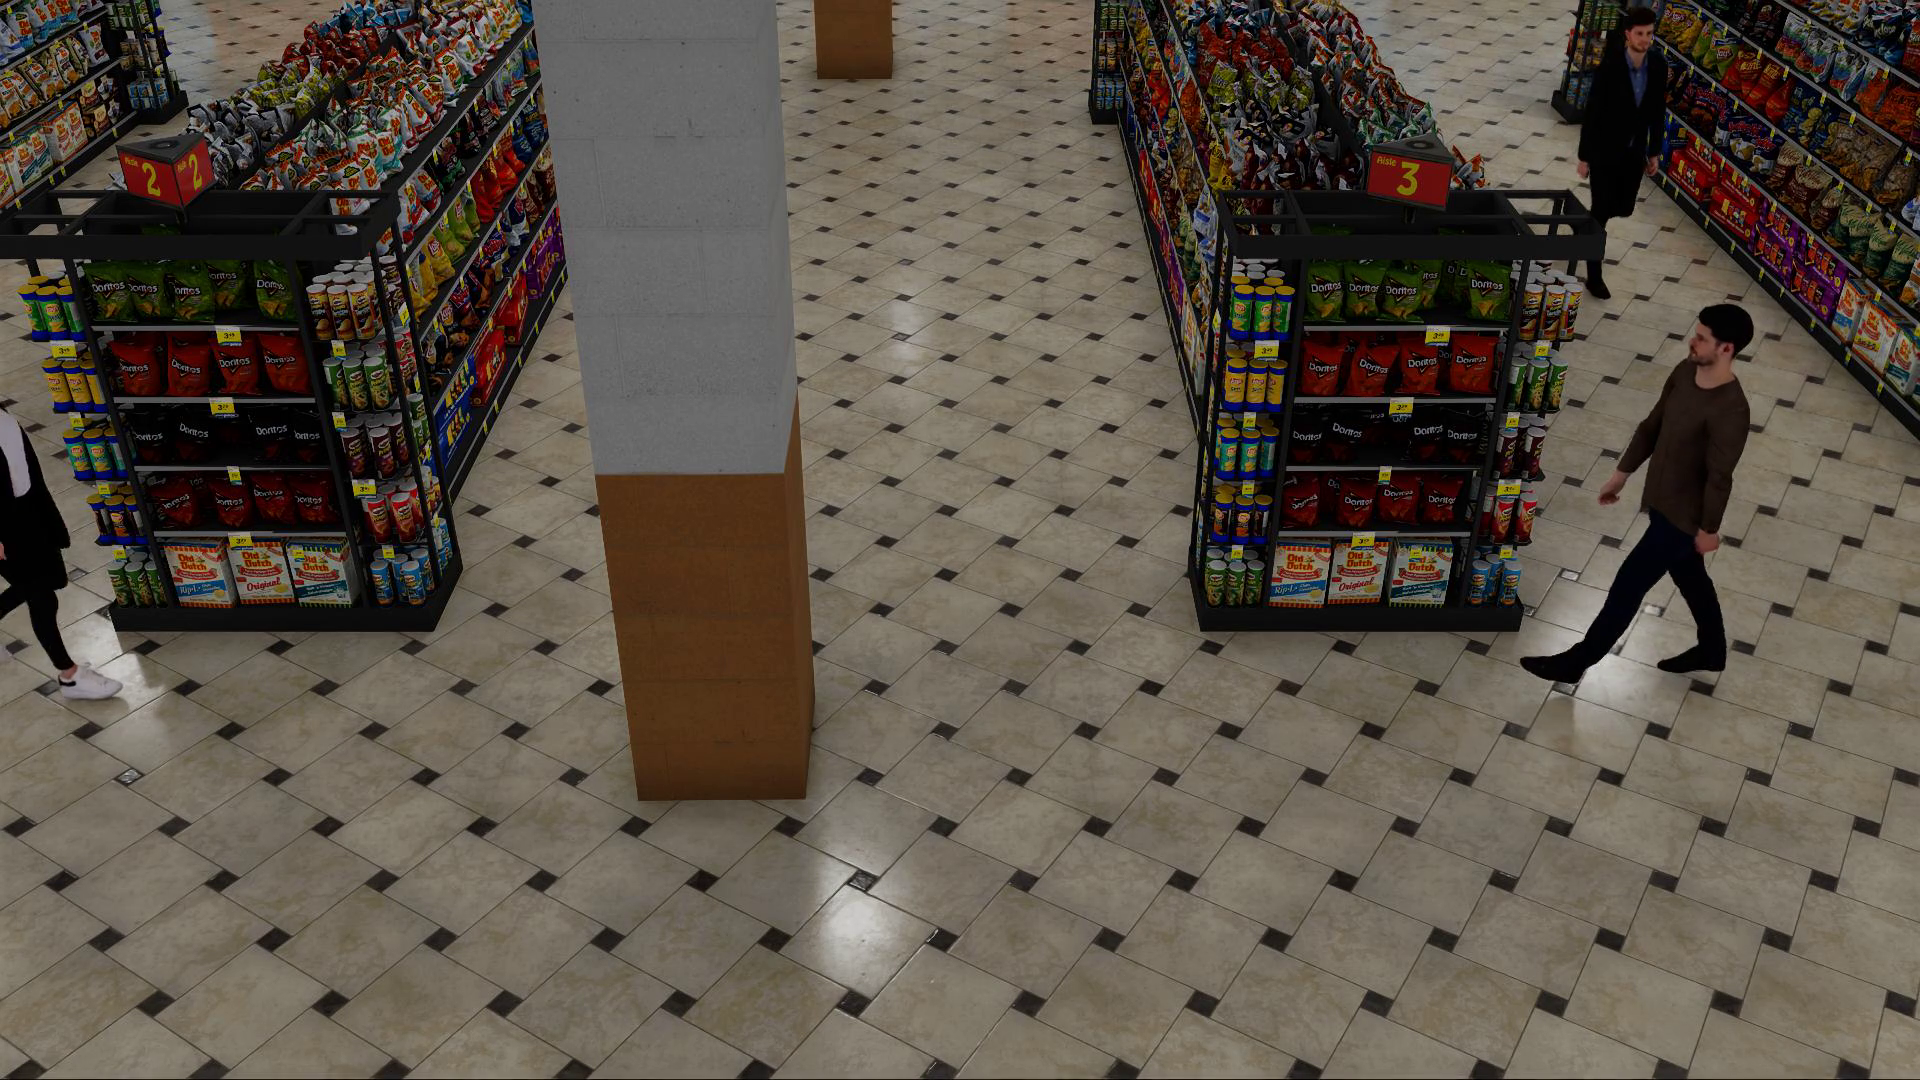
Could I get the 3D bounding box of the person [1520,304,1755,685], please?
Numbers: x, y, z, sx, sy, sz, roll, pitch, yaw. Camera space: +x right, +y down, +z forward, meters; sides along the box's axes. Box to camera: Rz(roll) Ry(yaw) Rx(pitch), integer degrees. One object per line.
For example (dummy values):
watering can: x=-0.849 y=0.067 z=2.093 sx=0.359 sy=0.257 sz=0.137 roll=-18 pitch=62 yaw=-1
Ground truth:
person: x=3.148 y=-0.134 z=7.101 sx=0.727 sy=1.836 sz=1.106 roll=1 pitch=32 yaw=1

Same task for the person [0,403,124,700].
person: x=-4.100 y=-0.062 z=7.032 sx=0.660 sy=1.787 sz=0.842 roll=0 pitch=32 yaw=0

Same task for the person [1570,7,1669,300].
person: x=4.334 y=-2.592 z=11.018 sx=0.793 sy=1.871 sz=1.081 roll=-4 pitch=32 yaw=-7
